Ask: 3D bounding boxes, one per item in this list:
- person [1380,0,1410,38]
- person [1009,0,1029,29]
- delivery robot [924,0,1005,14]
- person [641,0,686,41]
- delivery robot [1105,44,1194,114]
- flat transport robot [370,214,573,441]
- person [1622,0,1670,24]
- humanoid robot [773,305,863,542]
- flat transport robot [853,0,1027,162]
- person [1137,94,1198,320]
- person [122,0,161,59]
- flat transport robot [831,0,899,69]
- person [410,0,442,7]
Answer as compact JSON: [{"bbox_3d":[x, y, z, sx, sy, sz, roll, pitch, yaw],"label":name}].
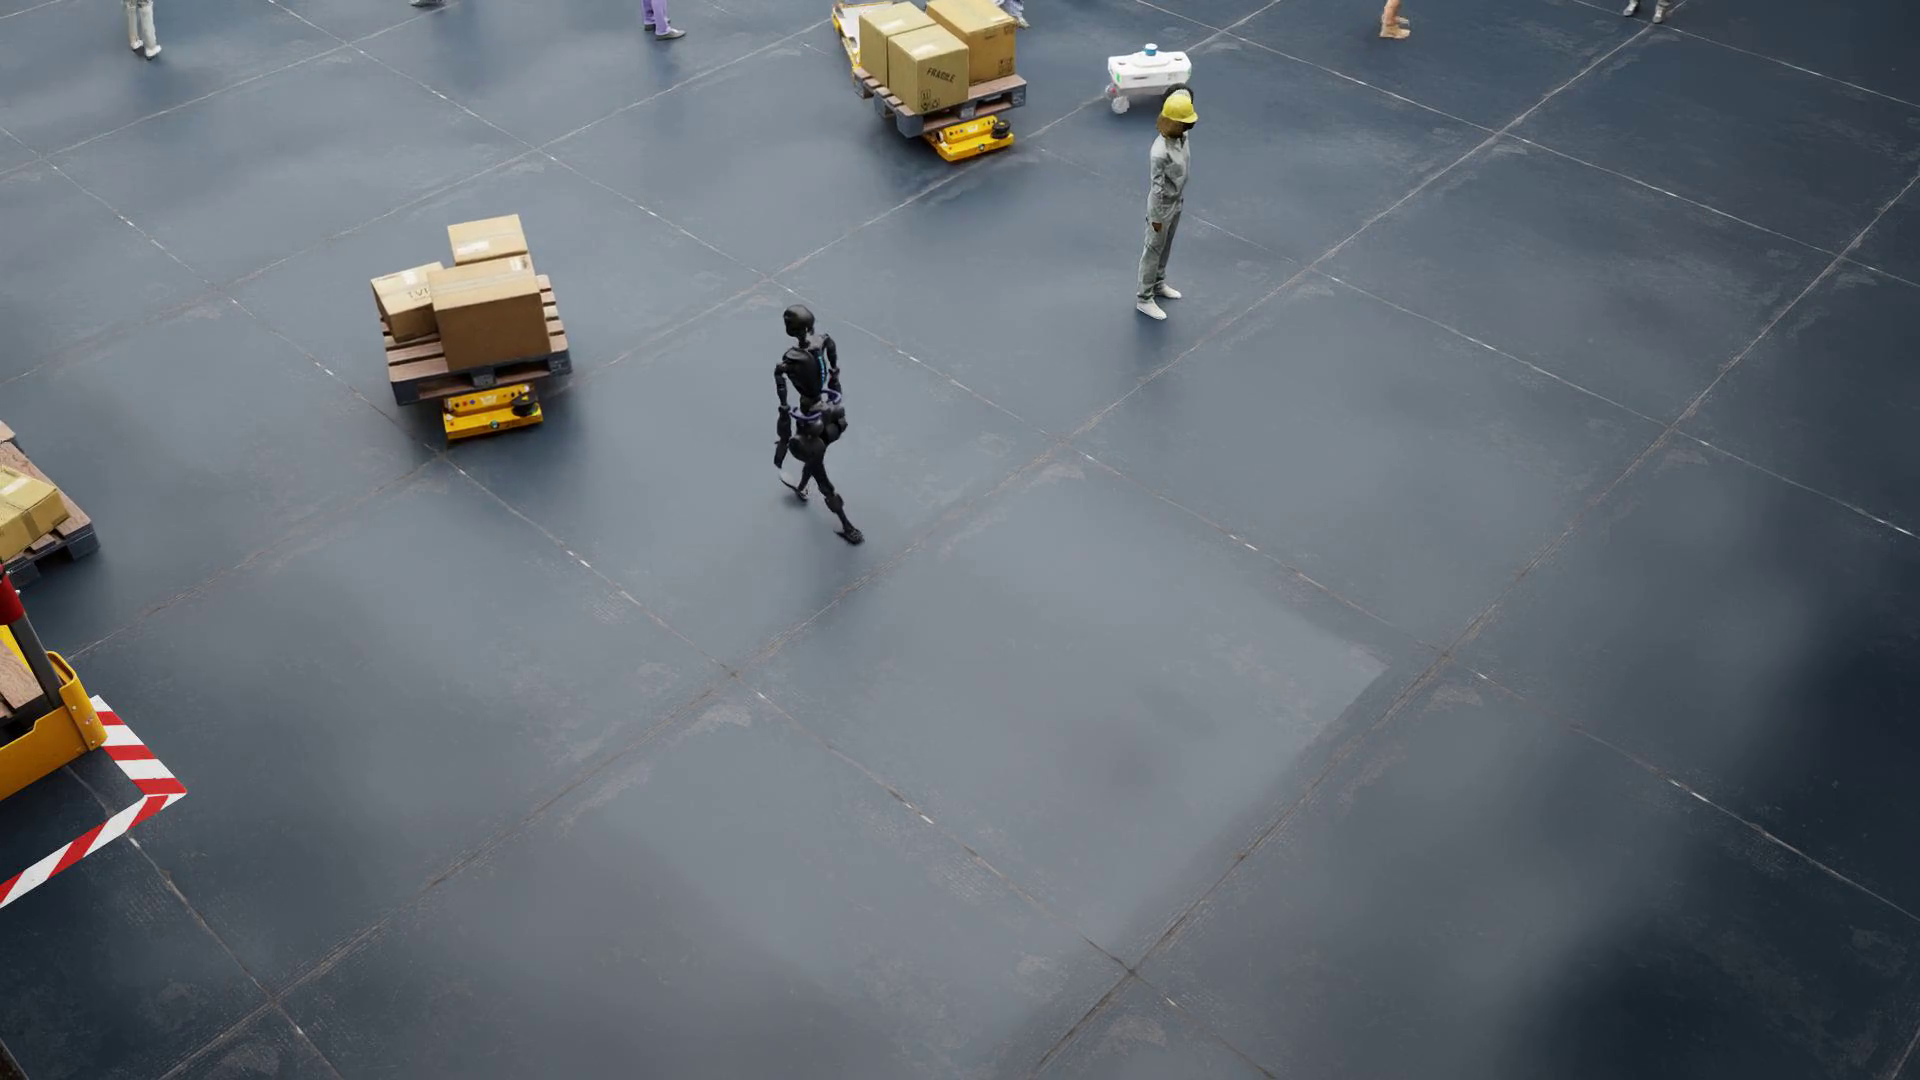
[{"bbox_3d":[4.197,-5.526,15.593,0.355,1.715,0.554,14,44,15],"label":"person"},{"bbox_3d":[0.487,-5.872,15.903,0.639,1.801,0.702,-18,45,-19],"label":"person"},{"bbox_3d":[0.048,-5.220,16.120,0.773,0.602,0.522,21,46,22],"label":"delivery robot"},{"bbox_3d":[-2.908,-5.612,15.593,0.380,1.836,0.564,-25,48,-25],"label":"person"},{"bbox_3d":[1.717,-4.150,14.936,0.805,0.609,0.499,-7,42,-7],"label":"delivery robot"},{"bbox_3d":[-3.435,-1.256,11.922,0.659,0.231,1.431,-13,44,-14],"label":"flat transport robot"},{"bbox_3d":[6.789,-5.894,15.910,0.566,1.834,0.404,20,46,21],"label":"person"},{"bbox_3d":[-0.946,-0.737,10.321,0.762,1.631,0.604,26,48,26],"label":"humanoid robot"},{"bbox_3d":[-0.171,-3.810,14.761,0.659,0.231,1.431,-21,46,-22],"label":"flat transport robot"},{"bbox_3d":[1.527,-2.451,12.147,0.305,1.742,0.493,19,45,20],"label":"person"},{"bbox_3d":[-7.667,-5.282,15.389,0.540,1.603,0.461,-5,42,-6],"label":"person"},{"bbox_3d":[-0.774,-4.755,15.811,0.659,0.231,1.431,-10,43,-11],"label":"flat transport robot"},{"bbox_3d":[-5.185,-6.123,16.155,0.642,1.843,0.604,-33,51,-31],"label":"person"}]
